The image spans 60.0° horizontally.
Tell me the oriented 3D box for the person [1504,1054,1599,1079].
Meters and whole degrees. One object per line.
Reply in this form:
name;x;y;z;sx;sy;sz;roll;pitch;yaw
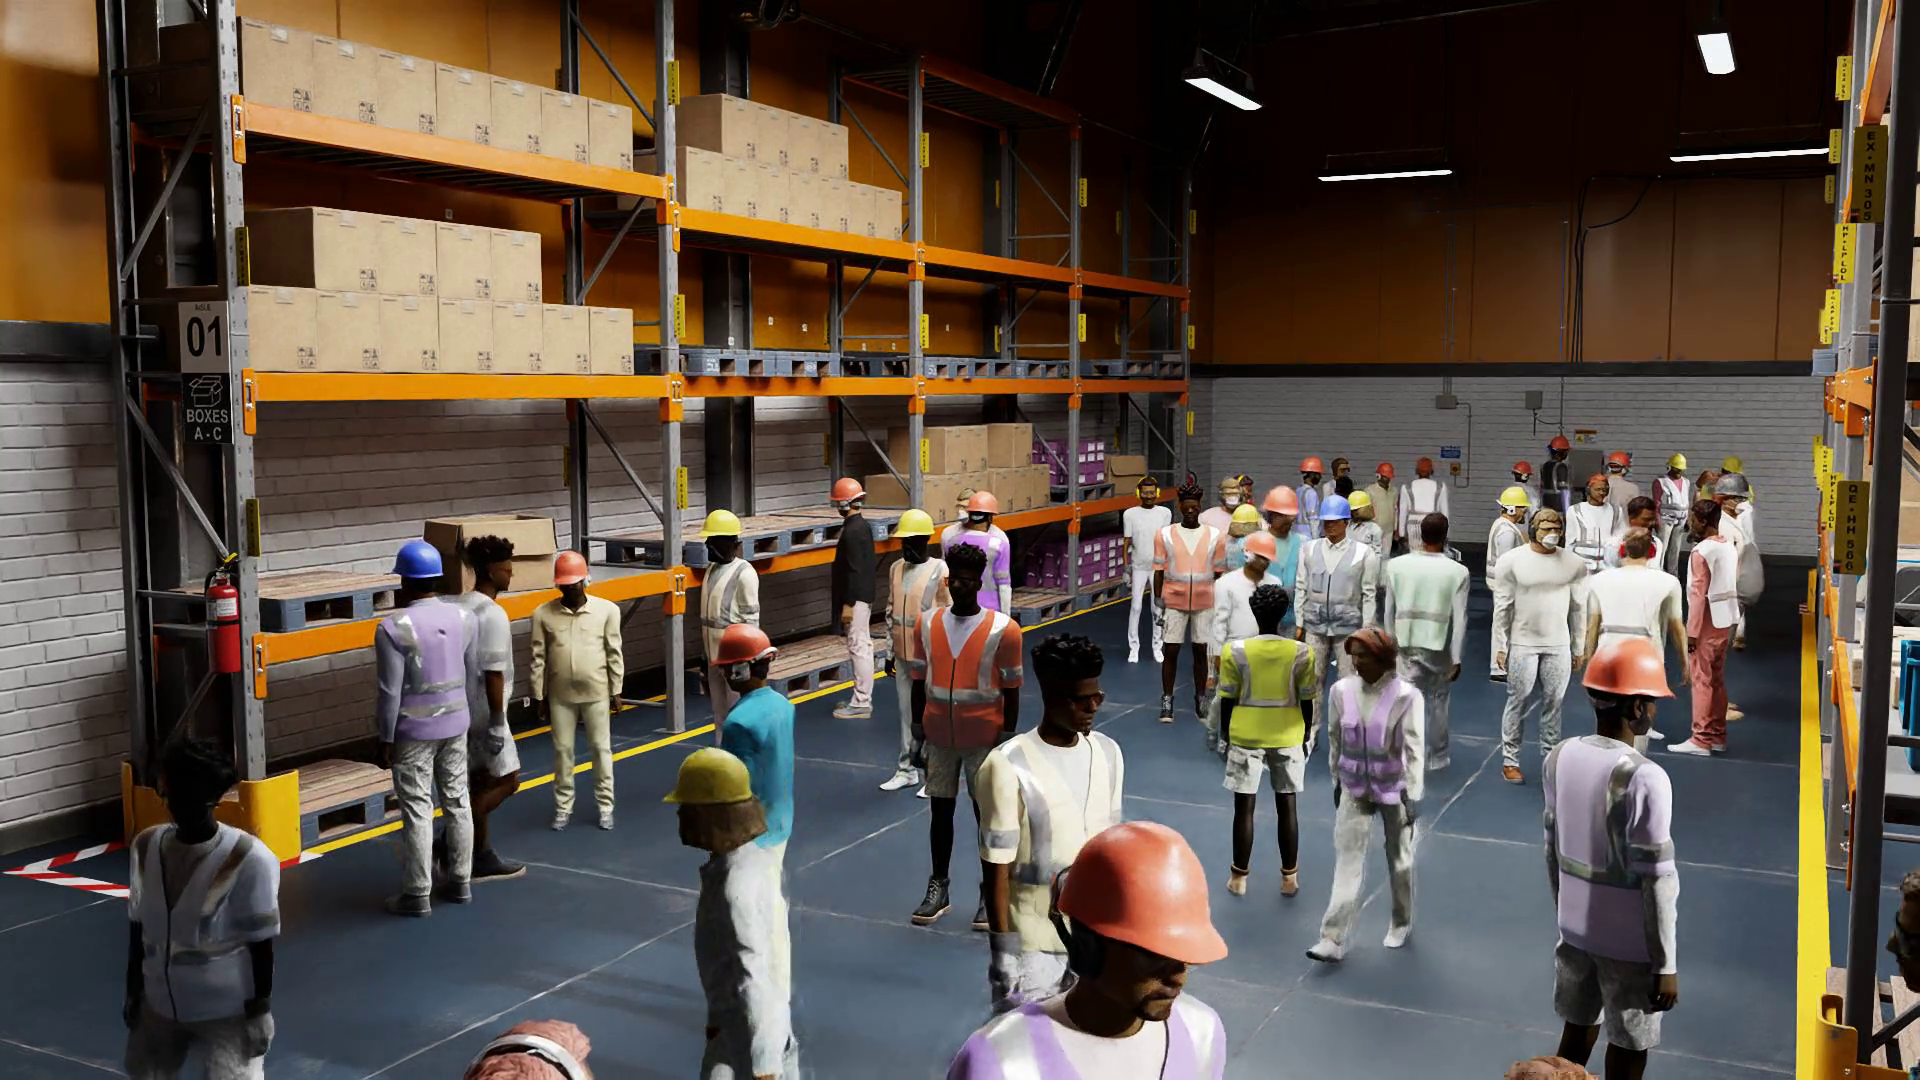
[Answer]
person;1.016;1.687;2.776;0.542;1.615;0.391;0;5;-1

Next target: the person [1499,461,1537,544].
person;7.417;-0.170;22.035;0.337;1.747;0.576;-3;6;-31

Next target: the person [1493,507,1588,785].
person;3.987;0.731;11.443;0.635;1.932;0.362;0;5;2

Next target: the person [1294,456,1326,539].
person;4.018;0.010;19.114;0.352;1.940;0.545;-1;5;-9

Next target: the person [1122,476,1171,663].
person;1.864;0.296;16.473;0.520;1.861;0.317;-1;5;-7

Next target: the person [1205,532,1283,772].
person;2.051;0.774;12.126;0.561;1.711;0.793;-2;6;-16

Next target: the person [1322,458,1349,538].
person;4.762;-0.114;20.943;0.507;1.846;0.346;-5;7;-42

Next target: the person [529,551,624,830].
person;-2.369;0.931;10.279;0.572;1.740;0.360;-1;5;-6

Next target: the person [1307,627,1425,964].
person;1.965;1.219;7.926;0.534;1.586;0.855;4;7;37

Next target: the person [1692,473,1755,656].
person;7.746;0.253;16.873;0.607;1.864;0.467;1;5;9

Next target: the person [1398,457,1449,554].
person;5.719;-0.094;20.551;0.602;1.870;0.469;1;6;15

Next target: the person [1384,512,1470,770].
person;3.231;0.741;11.600;0.610;1.879;0.969;3;6;26

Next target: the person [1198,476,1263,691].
person;2.414;0.393;14.986;0.635;1.937;0.352;-1;5;-8

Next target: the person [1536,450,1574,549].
person;8.833;-0.499;24.683;0.652;1.923;0.556;0;5;-5

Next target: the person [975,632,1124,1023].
person;0.319;1.269;5.495;0.605;1.958;0.374;-4;7;-39

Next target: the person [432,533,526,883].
person;-2.658;0.946;9.070;0.532;1.929;0.616;-4;7;-38

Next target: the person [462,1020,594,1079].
person;-0.558;1.598;2.259;0.647;1.902;0.400;2;6;19

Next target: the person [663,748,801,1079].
person;-0.567;1.446;4.934;0.857;1.704;0.494;-1;5;-6

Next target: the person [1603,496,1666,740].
person;5.200;0.608;12.868;0.602;1.906;0.411;-3;6;-30

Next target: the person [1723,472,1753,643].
person;8.248;0.188;17.806;0.430;1.834;0.633;3;6;33

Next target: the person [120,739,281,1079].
person;-2.359;1.429;5.230;0.588;1.678;0.423;1;5;15

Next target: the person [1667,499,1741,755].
person;5.591;0.650;12.416;0.405;1.909;0.595;5;7;45

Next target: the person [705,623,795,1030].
person;-0.901;1.224;7.121;0.352;1.738;0.573;1;5;14

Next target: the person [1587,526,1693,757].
person;4.482;0.822;10.959;0.609;1.828;0.569;5;7;44

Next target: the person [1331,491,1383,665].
person;3.857;0.387;16.138;0.310;1.736;0.484;-4;7;-37

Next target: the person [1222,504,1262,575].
person;2.423;0.565;14.188;0.296;1.744;0.487;-3;6;-29

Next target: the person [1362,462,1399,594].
person;5.581;-0.162;21.976;0.563;1.745;0.336;-2;6;-25

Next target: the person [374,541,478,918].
person;-2.776;0.974;8.670;0.380;1.951;0.605;4;6;35

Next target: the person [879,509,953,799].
person;-0.284;0.755;11.158;0.588;1.927;0.370;4;7;40

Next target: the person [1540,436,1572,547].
person;8.412;-0.443;23.429;0.377;2.045;0.605;-1;5;-10

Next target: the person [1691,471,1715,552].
person;9.802;-0.100;21.922;0.501;1.631;0.287;-5;7;-44

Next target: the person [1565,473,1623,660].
person;6.337;0.271;16.635;0.576;1.880;0.351;0;5;2

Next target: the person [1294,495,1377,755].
person;2.759;0.639;12.287;0.603;1.949;0.389;3;6;27

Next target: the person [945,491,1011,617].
person;0.152;0.578;13.082;0.549;1.927;0.393;2;6;24

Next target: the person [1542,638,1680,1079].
person;2.143;1.282;5.438;0.358;1.937;0.544;-2;6;-20

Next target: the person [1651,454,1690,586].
person;9.729;-0.268;22.723;0.586;1.823;0.403;-2;6;-20

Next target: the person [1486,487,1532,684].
person;5.064;0.420;15.347;0.404;1.824;0.586;1;5;14

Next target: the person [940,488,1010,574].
person;0.104;0.547;13.336;0.629;1.939;0.371;3;6;32

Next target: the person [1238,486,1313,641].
person;2.366;0.575;12.710;0.607;2.016;0.775;-1;5;-10

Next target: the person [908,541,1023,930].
person;0.015;0.986;8.464;0.606;1.966;0.367;2;6;20

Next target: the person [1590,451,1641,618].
person;7.680;-0.048;19.504;0.617;1.986;0.408;5;7;43

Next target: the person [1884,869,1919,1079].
person;1.971;1.531;3.303;0.391;1.834;0.529;4;7;37

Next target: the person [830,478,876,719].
person;-0.887;0.481;13.771;0.392;1.991;0.613;1;5;6

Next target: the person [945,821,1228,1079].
person;0.263;1.486;2.993;0.617;1.971;1.103;-2;6;-24

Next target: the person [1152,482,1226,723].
person;1.865;0.511;13.573;0.602;1.966;0.368;0;5;1

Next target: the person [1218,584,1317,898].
person;1.646;1.079;8.941;0.534;1.691;0.318;0;5;-1

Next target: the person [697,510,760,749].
person;-1.566;0.757;11.126;0.369;1.928;0.585;-4;7;-39

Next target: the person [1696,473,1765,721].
person;6.367;0.455;13.784;0.536;2.000;0.683;2;6;21

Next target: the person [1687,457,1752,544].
person;9.312;-0.078;20.382;0.954;1.871;0.619;-5;7;-44
